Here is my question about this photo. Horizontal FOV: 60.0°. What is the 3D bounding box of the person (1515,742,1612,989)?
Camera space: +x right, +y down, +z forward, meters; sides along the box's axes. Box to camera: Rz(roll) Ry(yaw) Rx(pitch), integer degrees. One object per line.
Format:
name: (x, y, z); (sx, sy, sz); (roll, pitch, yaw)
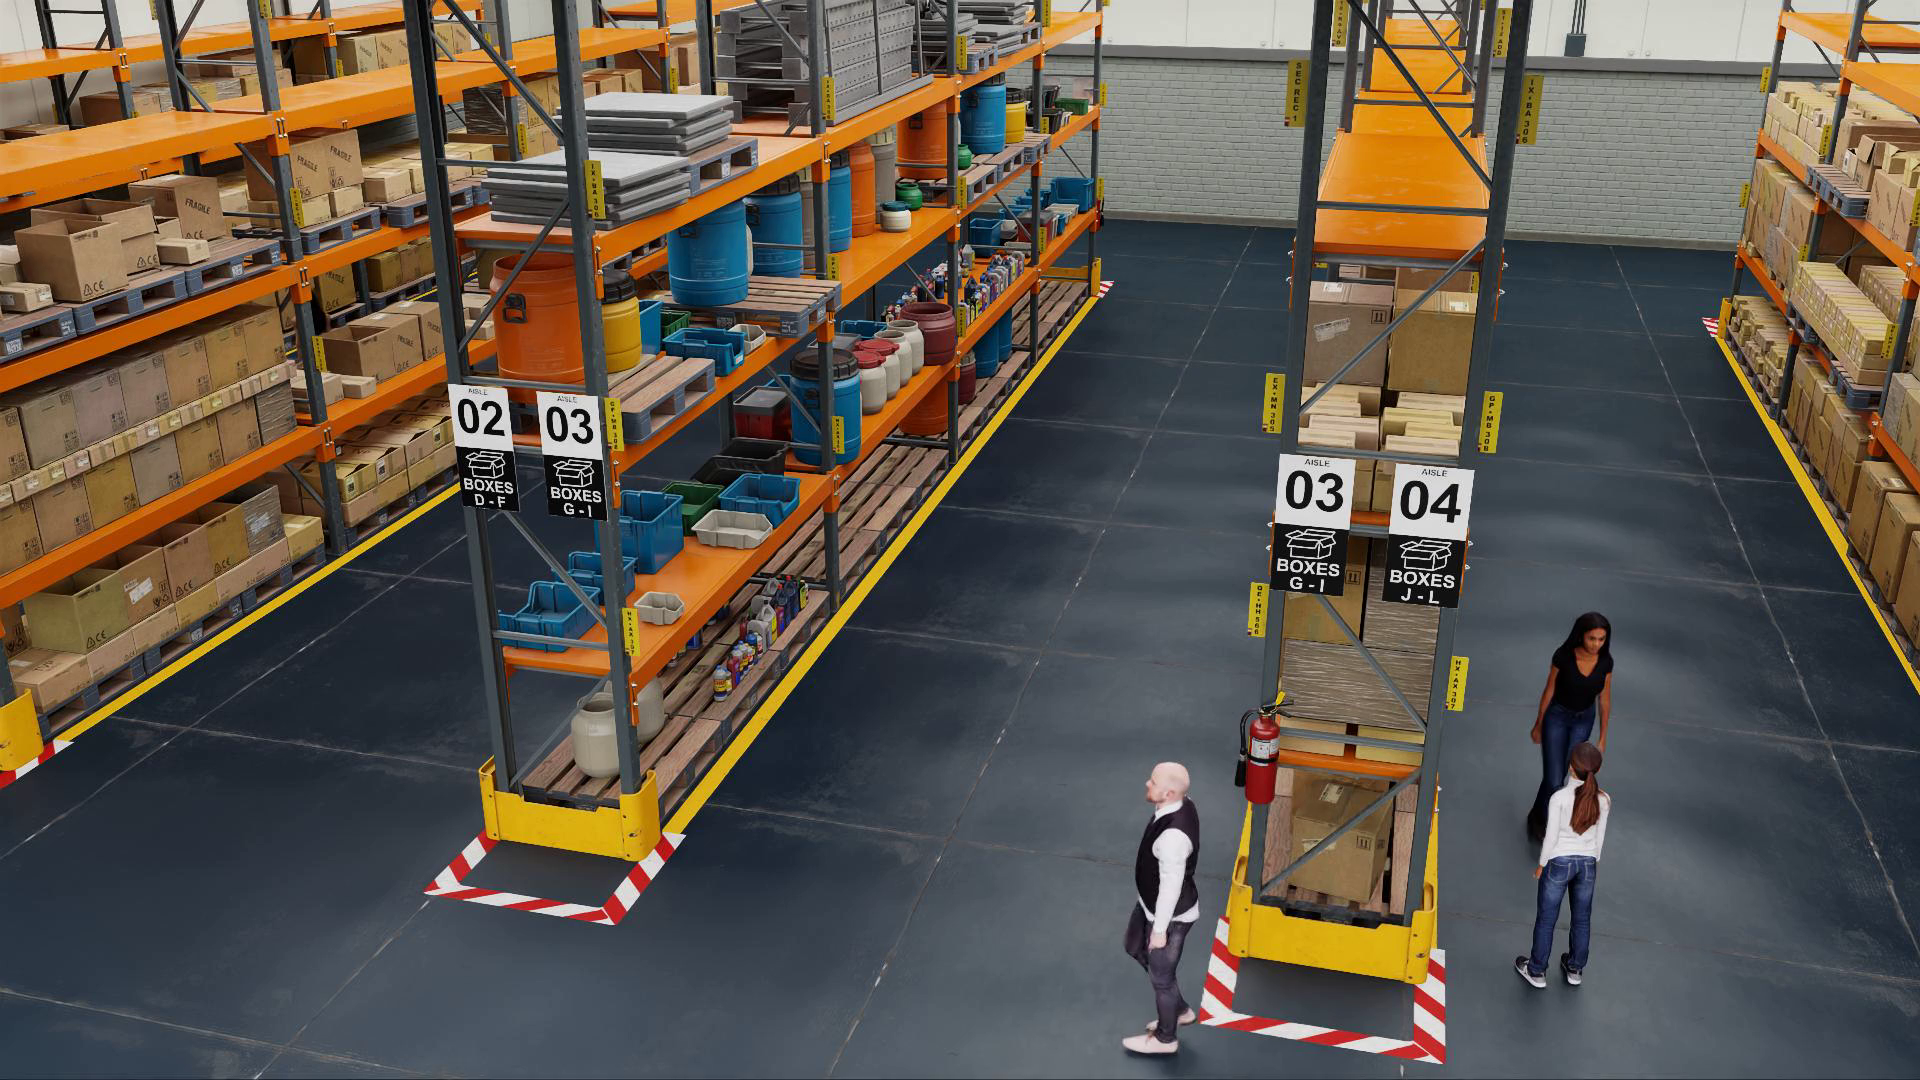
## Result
person: (3.493, 1.859, 9.529); (0.595, 1.559, 0.614); (-2, 22, -4)

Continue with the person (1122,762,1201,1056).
person: (1.177, 1.987, 8.876); (0.813, 1.817, 0.653); (2, 22, 5)

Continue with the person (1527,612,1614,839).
person: (3.963, 1.211, 10.923); (0.746, 1.704, 1.044); (1, 22, 3)

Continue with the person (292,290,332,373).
person: (-7.241, -2.002, 18.733); (0.653, 1.737, 0.715); (-13, 25, -28)
